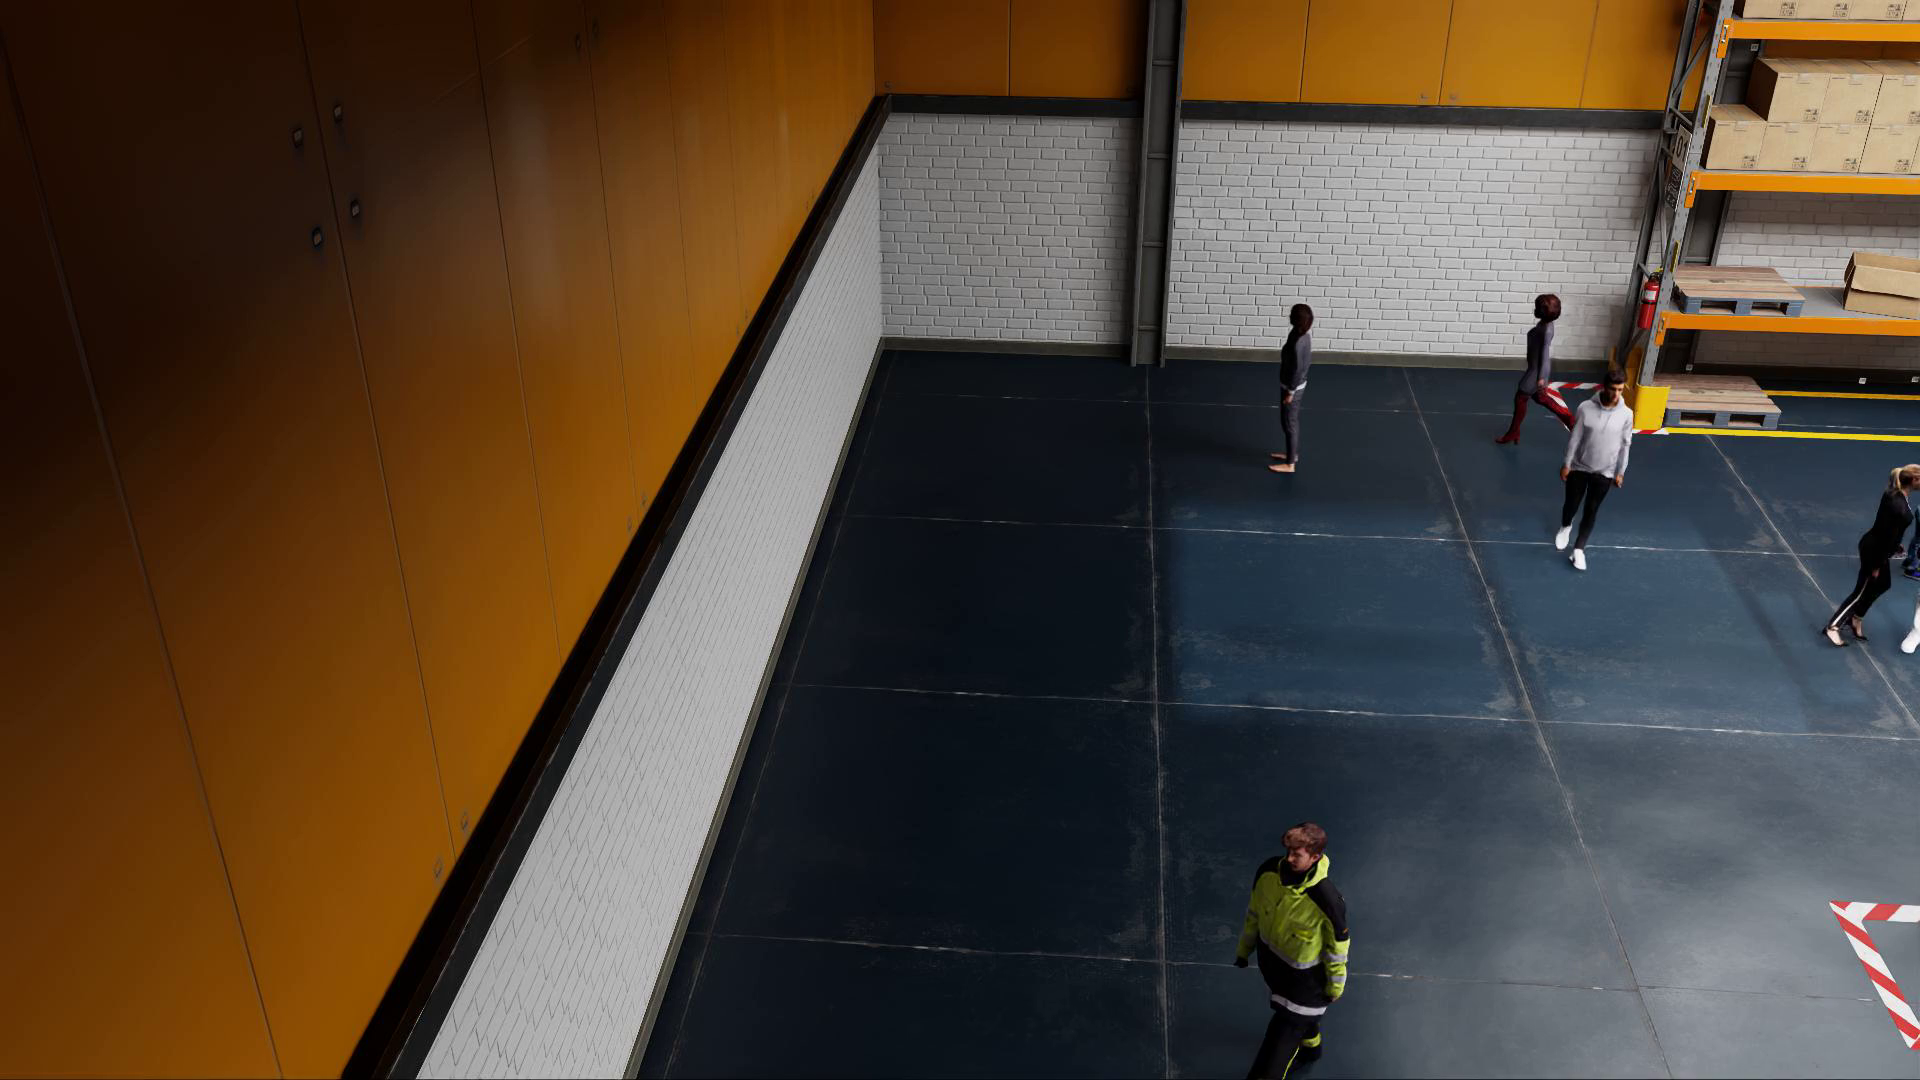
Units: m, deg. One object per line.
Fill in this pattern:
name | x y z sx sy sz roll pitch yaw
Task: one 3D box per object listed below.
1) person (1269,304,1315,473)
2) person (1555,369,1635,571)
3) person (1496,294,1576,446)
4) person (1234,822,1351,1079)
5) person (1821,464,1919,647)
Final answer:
person | 3.378 -1.556 16.850 0.569 1.765 0.642 7 29 12
person | 5.734 -0.698 15.119 0.776 1.917 0.809 5 29 9
person | 6.070 -1.717 17.230 1.095 1.684 0.712 8 30 14
person | 1.975 2.379 9.461 1.330 1.933 1.227 -19 34 -31
person | 7.583 0.121 13.882 0.798 1.664 0.728 15 32 26
